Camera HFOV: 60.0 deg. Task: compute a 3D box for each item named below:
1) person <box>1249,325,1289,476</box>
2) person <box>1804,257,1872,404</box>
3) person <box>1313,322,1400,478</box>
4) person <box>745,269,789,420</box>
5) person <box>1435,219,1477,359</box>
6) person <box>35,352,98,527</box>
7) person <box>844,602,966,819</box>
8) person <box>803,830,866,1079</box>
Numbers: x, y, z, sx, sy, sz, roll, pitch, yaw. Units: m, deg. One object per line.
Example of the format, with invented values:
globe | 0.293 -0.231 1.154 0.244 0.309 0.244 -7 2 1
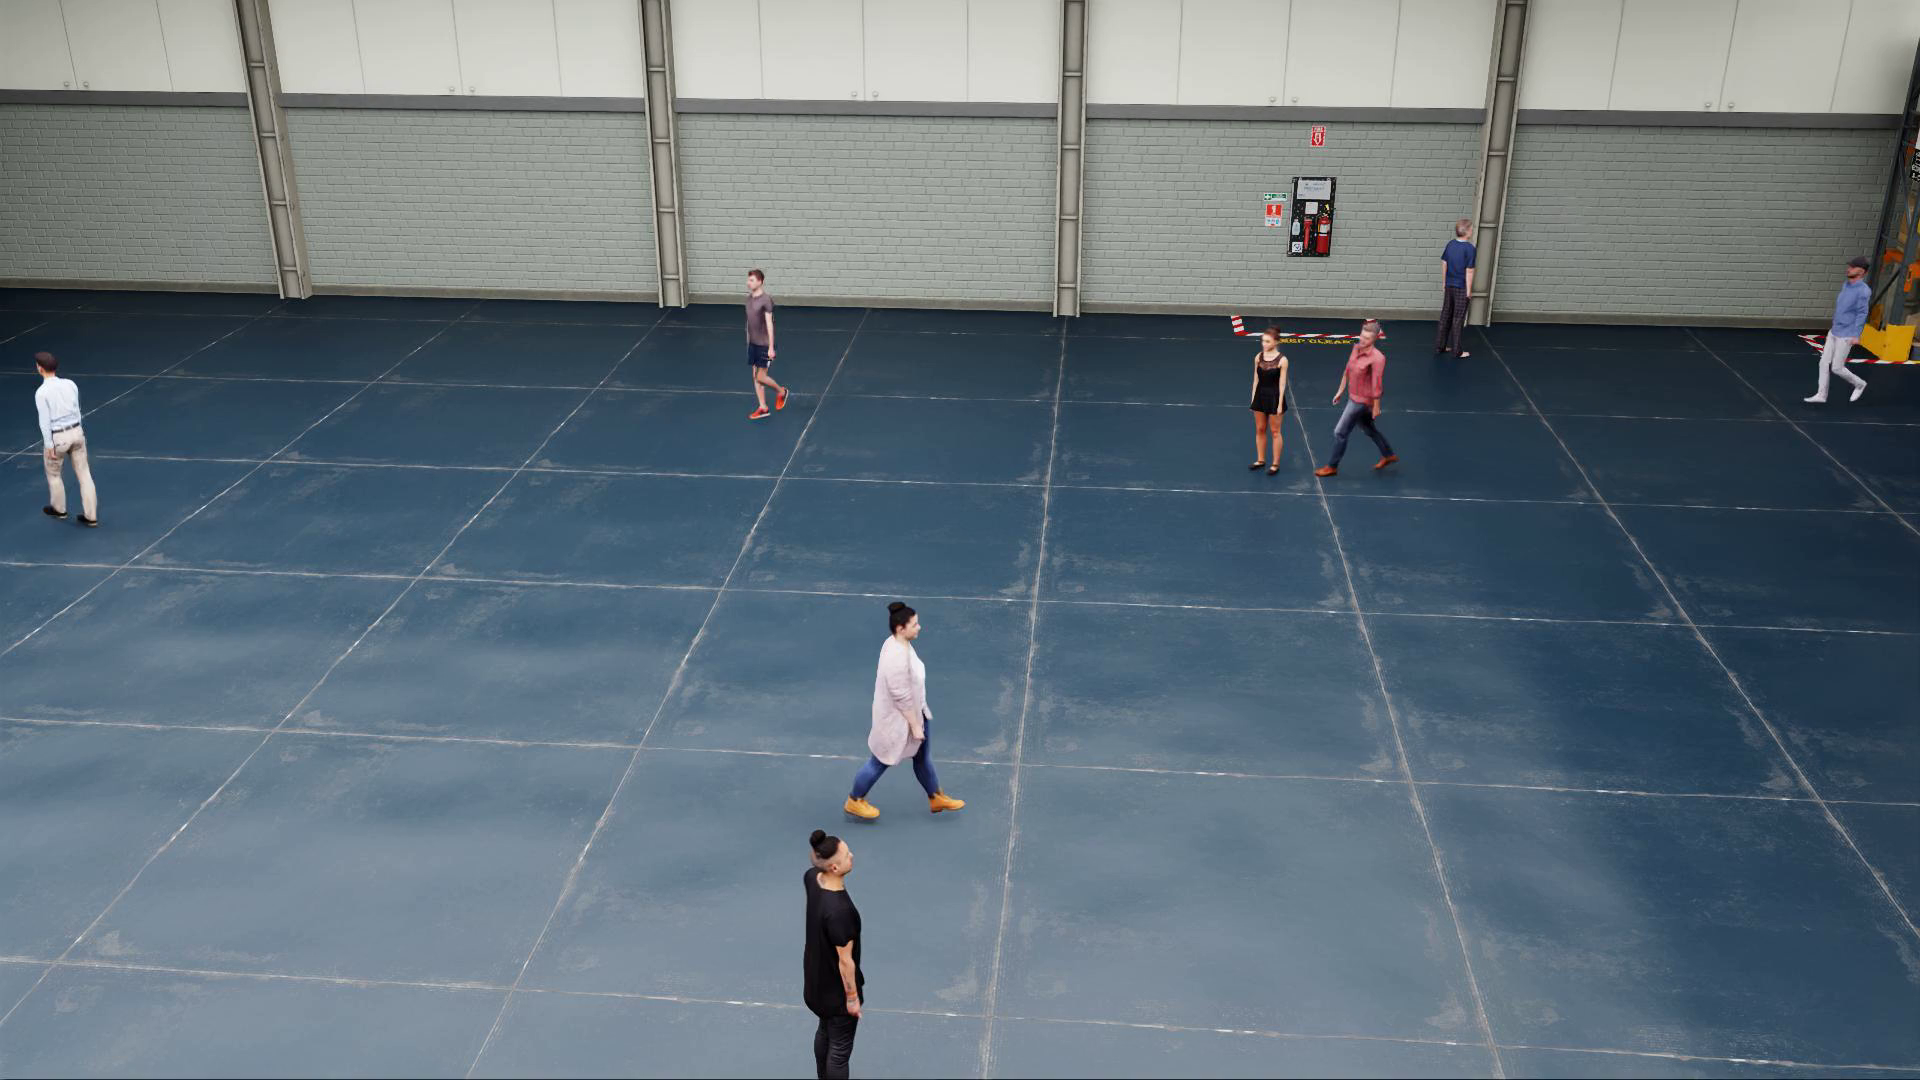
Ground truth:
person | 3.455 -1.570 18.538 0.672 1.680 0.751 20 30 38
person | 11.052 -2.586 20.681 0.961 1.873 0.726 -1 23 -2
person | 4.513 -1.530 18.323 1.307 1.775 0.866 -2 23 -6
person | -2.356 -2.394 20.266 0.968 1.844 0.911 -20 30 -39
person | 6.782 -3.437 22.686 0.771 1.870 0.741 -14 27 -30
person | -9.103 -0.997 17.010 1.072 1.821 0.904 13 26 29
person | -0.524 1.261 11.851 1.092 1.703 0.674 2 23 5
person | -0.686 2.358 9.068 0.756 1.862 0.775 -9 25 -20
